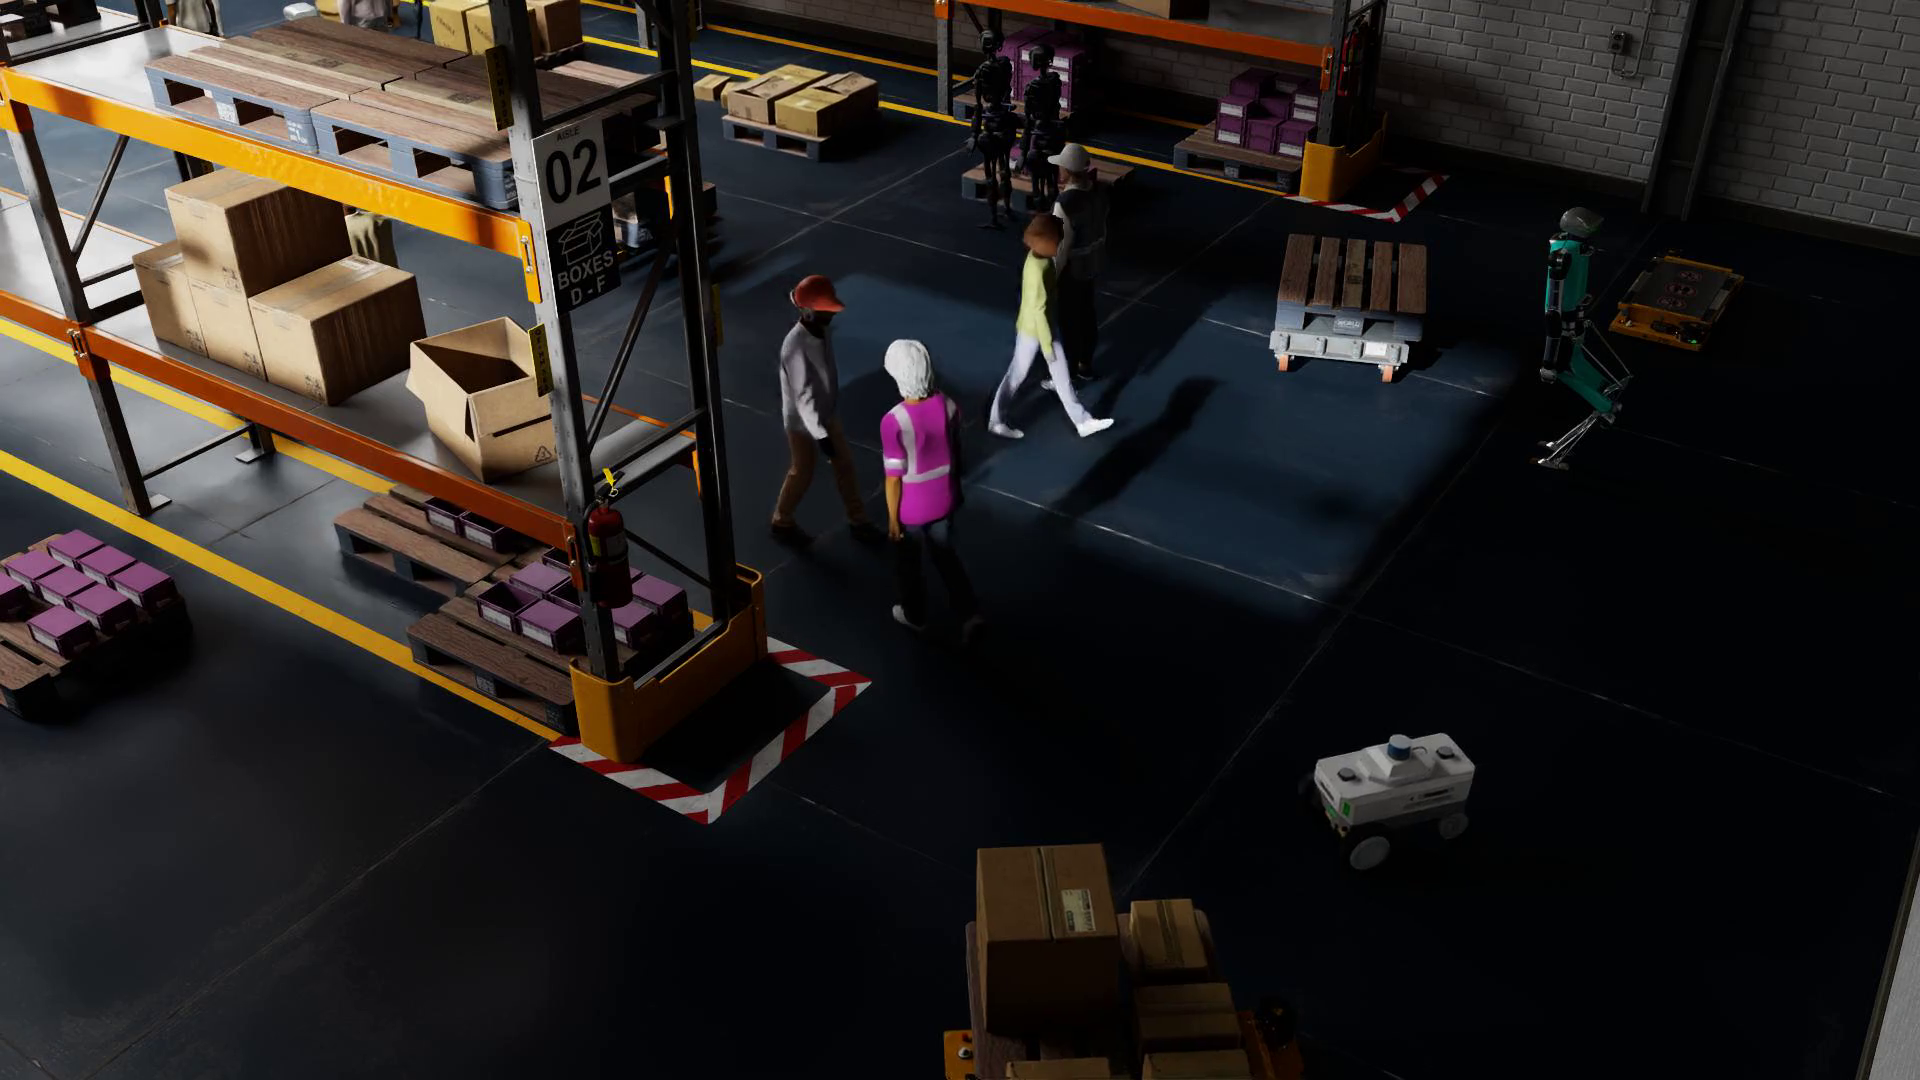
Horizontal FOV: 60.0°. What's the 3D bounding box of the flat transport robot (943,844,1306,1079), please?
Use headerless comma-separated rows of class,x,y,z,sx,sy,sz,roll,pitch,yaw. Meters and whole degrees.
flat transport robot,0.664,2.149,6.571,1.431,0.231,0.659,-2,33,-3

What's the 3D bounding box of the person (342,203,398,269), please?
person,-3.937,-1.600,10.970,0.337,1.749,0.572,20,38,27

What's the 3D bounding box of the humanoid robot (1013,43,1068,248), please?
humanoid robot,0.664,-3.186,13.469,0.315,1.655,0.599,20,38,27

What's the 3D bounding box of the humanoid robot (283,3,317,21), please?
humanoid robot,-5.221,-3.610,13.956,0.735,1.673,0.533,20,38,27

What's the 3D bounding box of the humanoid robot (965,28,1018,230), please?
humanoid robot,0.276,-3.416,13.819,0.315,1.657,0.599,20,38,27

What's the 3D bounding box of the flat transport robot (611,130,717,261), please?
flat transport robot,-2.763,-2.661,13.963,0.659,0.231,1.431,20,38,27

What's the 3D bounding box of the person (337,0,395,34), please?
person,-5.737,-5.050,16.106,0.356,1.937,0.634,20,38,27

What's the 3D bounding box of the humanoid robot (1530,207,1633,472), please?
humanoid robot,3.883,-1.182,10.221,0.735,1.677,0.533,20,38,27

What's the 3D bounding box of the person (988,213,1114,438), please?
person,0.575,-1.340,10.716,0.858,1.584,0.526,8,34,12

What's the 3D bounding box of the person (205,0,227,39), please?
person,-8.455,-6.367,18.170,0.366,1.894,0.583,20,38,27

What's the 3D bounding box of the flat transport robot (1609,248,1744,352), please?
flat transport robot,5.497,-1.843,12.706,0.659,0.231,1.431,20,38,27

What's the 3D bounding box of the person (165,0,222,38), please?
person,-7.282,-4.814,15.805,0.313,1.869,0.530,20,38,27

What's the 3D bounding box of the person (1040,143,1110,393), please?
person,0.772,-1.847,11.346,0.445,1.756,0.771,20,38,27

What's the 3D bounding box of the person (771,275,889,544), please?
person,-0.813,-0.729,9.657,0.701,1.717,0.576,10,34,16

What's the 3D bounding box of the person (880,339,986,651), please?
person,-0.152,-0.195,8.747,0.538,1.823,0.659,-21,38,-28

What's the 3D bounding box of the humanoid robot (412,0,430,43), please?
humanoid robot,-5.816,-6.211,18.163,0.792,1.620,0.612,19,38,26

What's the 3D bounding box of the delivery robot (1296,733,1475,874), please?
delivery robot,2.001,1.183,7.805,0.797,0.608,0.499,-10,34,-15
